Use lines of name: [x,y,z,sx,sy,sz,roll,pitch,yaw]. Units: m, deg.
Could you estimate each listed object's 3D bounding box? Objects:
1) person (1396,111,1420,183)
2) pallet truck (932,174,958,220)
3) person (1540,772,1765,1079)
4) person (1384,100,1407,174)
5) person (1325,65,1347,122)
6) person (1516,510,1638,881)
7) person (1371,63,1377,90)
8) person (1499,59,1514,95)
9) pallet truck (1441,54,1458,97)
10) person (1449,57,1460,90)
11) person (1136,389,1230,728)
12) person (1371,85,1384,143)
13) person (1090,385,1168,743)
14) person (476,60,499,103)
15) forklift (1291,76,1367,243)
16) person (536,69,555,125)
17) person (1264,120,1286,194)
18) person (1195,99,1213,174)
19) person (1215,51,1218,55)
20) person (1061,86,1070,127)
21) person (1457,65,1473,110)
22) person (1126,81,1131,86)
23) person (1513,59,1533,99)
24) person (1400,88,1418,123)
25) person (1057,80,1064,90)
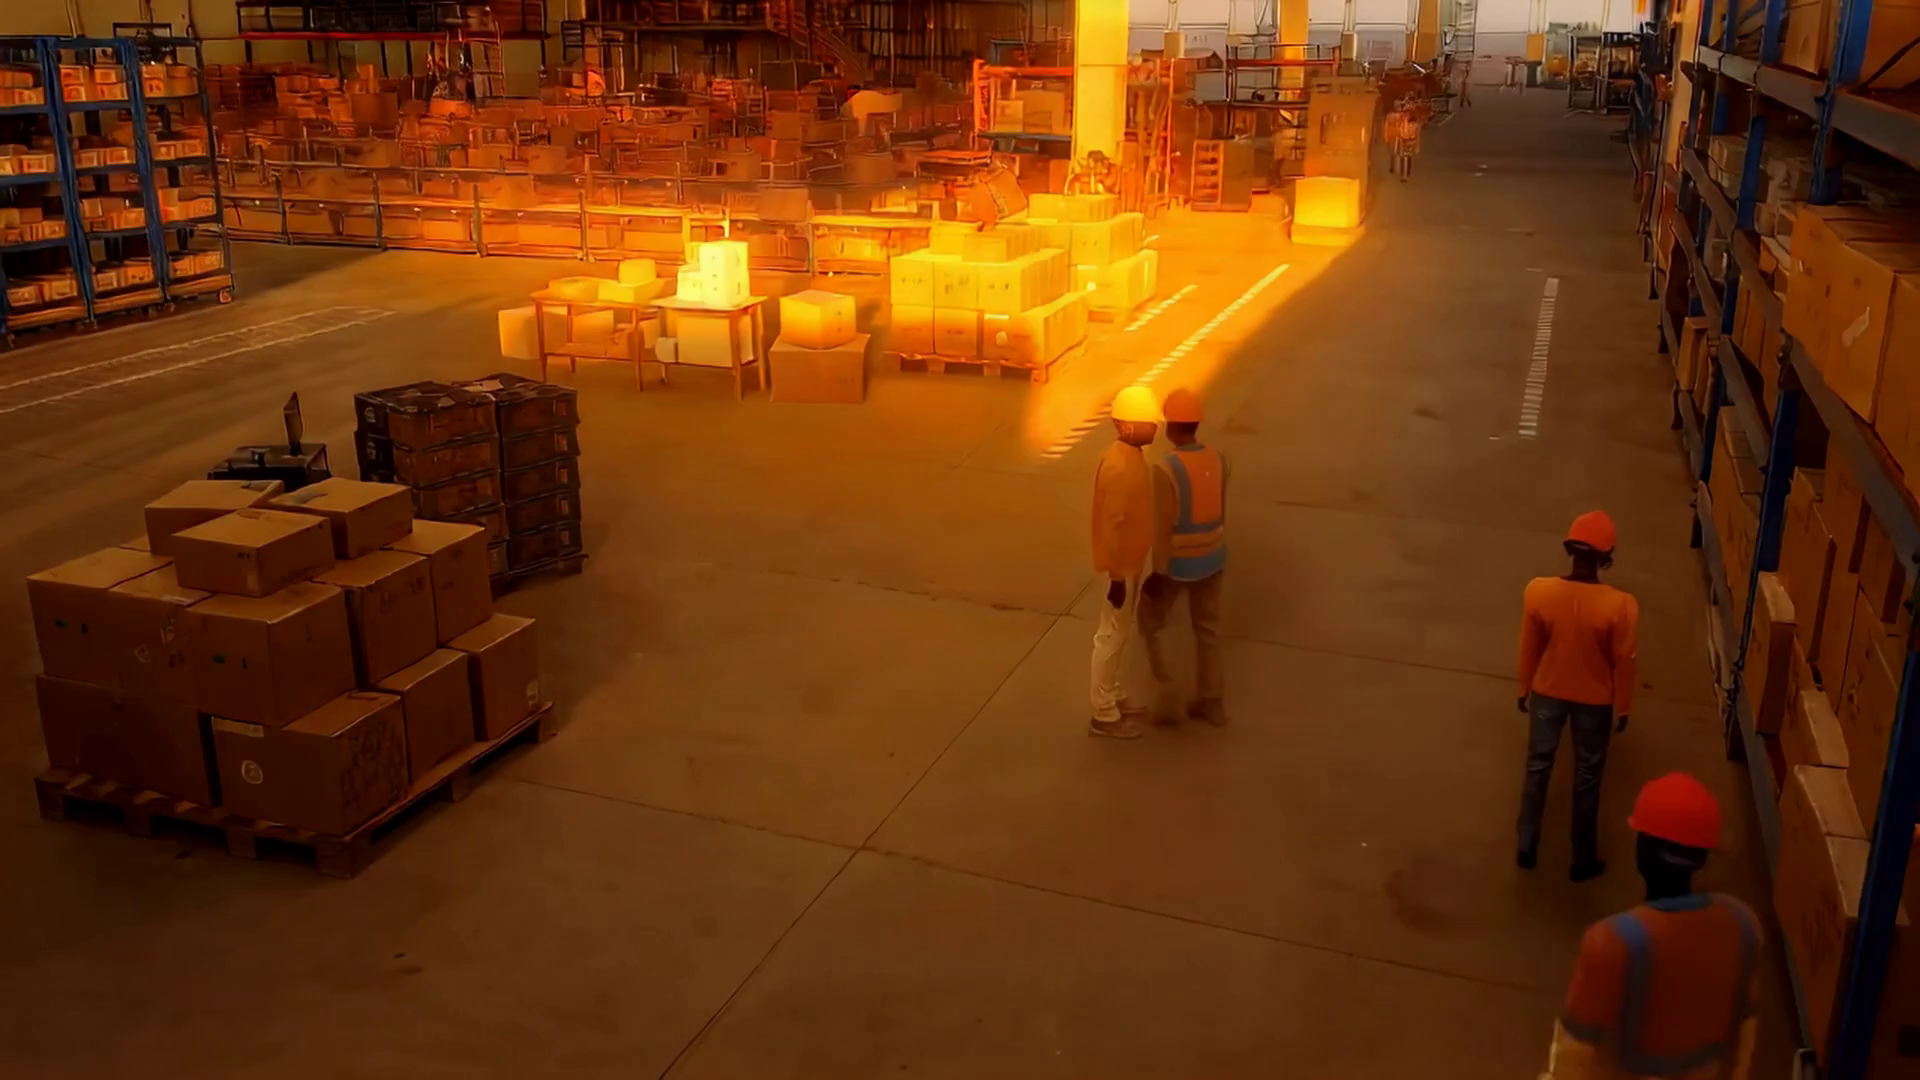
person: [10.546,-9.254,39.186,0.549,1.662,0.712,3,18,10]
pallet truck: [-0.507,-5.292,27.348,0.653,1.274,1.630,6,19,19]
person: [1.910,1.601,4.721,0.668,1.906,0.490,-7,19,-22]
person: [10.914,-10.089,41.620,0.588,1.799,0.880,3,18,11]
person: [13.857,-16.387,61.007,0.688,2.000,0.690,16,24,41]
person: [2.839,0.718,7.706,0.523,1.769,0.320,12,22,34]
person: [17.102,-18.813,68.908,0.328,1.872,0.513,4,18,14]
person: [26.479,-22.356,80.348,0.768,1.663,0.551,0,18,-1]
pallet truck: [22.765,-21.886,78.355,0.823,1.965,1.885,-4,18,-14]
person: [25.262,-23.855,85.037,0.492,1.697,0.855,-9,20,-27]
person: [1.287,0.117,9.368,0.622,1.908,0.595,-14,23,-38]
person: [12.853,-13.223,51.567,0.532,1.735,0.846,-10,20,-28]
person: [0.923,0.119,9.217,0.397,1.992,0.621,4,18,13]
person: [-21.012,-20.234,73.454,1.025,1.826,0.597,-4,18,-12]
forklift: [6.598,-6.755,29.381,1.129,2.768,1.873,6,19,19]
person: [-14.420,-15.266,57.569,1.050,1.986,0.630,-12,21,-33]
person: [6.985,-8.485,36.867,0.565,1.613,0.520,6,19,19]
person: [5.825,-9.550,39.754,0.403,1.904,0.637,2,18,6]
person: [13.349,-24.489,86.639,0.461,1.930,0.631,-6,19,-17]
person: [3.243,-12.970,50.769,0.540,1.731,0.802,7,19,21]
person: [20.726,-18.509,68.031,0.615,1.825,0.526,-1,18,-4]
person: [6.048,-16.117,60.238,0.374,1.992,0.622,-2,18,-6]
person: [26.053,-21.301,76.828,0.657,1.801,0.936,-16,23,-40]
person: [13.627,-12.873,50.567,0.534,1.672,0.746,4,18,11]
person: [4.790,-22.272,79.684,0.470,1.921,0.636,-9,20,-27]
